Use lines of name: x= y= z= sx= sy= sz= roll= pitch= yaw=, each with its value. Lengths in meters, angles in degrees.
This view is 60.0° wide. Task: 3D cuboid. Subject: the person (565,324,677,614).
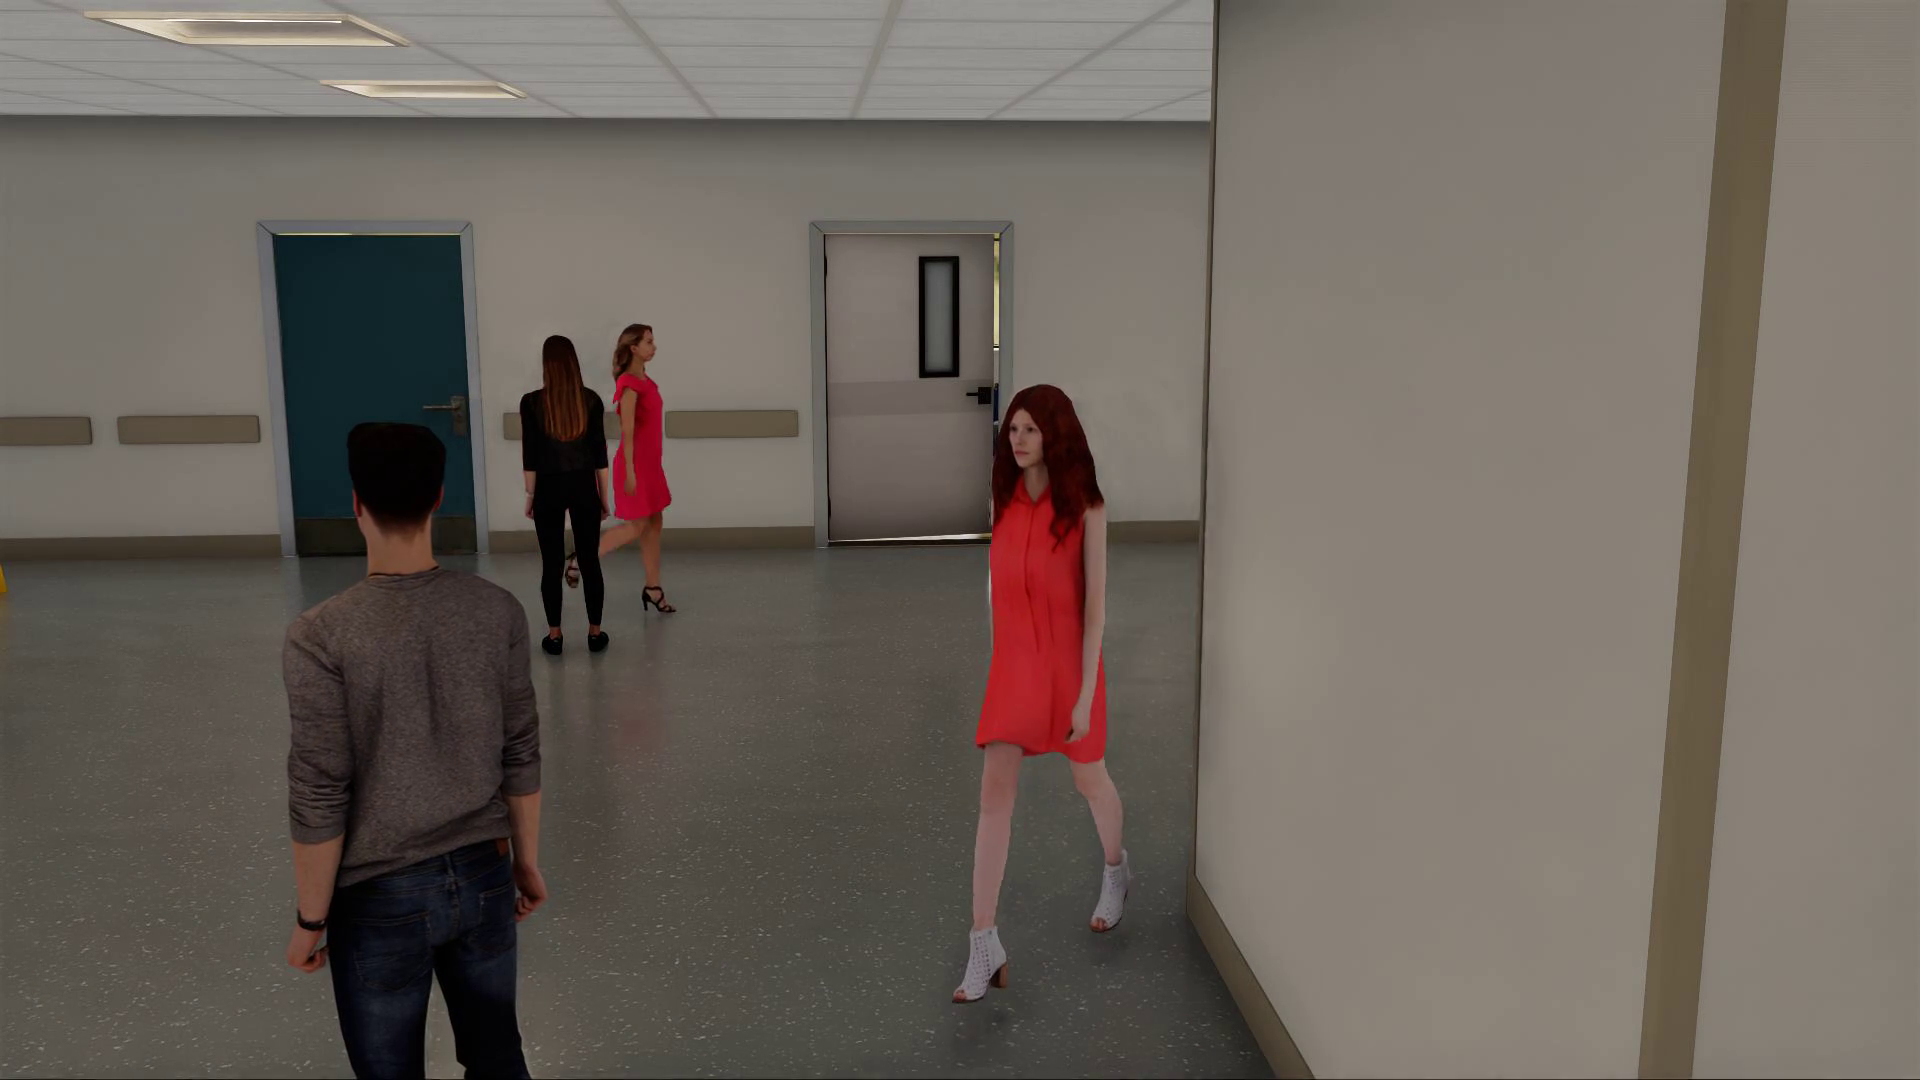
person: x=-1.983 y=-0.409 z=9.791 sx=0.933 sy=1.712 sz=0.680 roll=1 pitch=11 yaw=6

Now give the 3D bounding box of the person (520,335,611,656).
person: x=-2.115 y=-0.243 z=8.933 sx=0.514 sy=1.707 sz=0.692 roll=-3 pitch=11 yaw=-15

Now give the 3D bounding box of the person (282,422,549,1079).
person: x=-1.087 y=0.710 z=3.385 sx=0.728 sy=1.903 sz=0.835 roll=-9 pitch=14 yaw=-41

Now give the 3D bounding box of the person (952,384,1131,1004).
person: x=0.328 y=0.454 z=5.064 sx=1.129 sy=1.780 sz=1.068 roll=6 pitch=12 yaw=30
